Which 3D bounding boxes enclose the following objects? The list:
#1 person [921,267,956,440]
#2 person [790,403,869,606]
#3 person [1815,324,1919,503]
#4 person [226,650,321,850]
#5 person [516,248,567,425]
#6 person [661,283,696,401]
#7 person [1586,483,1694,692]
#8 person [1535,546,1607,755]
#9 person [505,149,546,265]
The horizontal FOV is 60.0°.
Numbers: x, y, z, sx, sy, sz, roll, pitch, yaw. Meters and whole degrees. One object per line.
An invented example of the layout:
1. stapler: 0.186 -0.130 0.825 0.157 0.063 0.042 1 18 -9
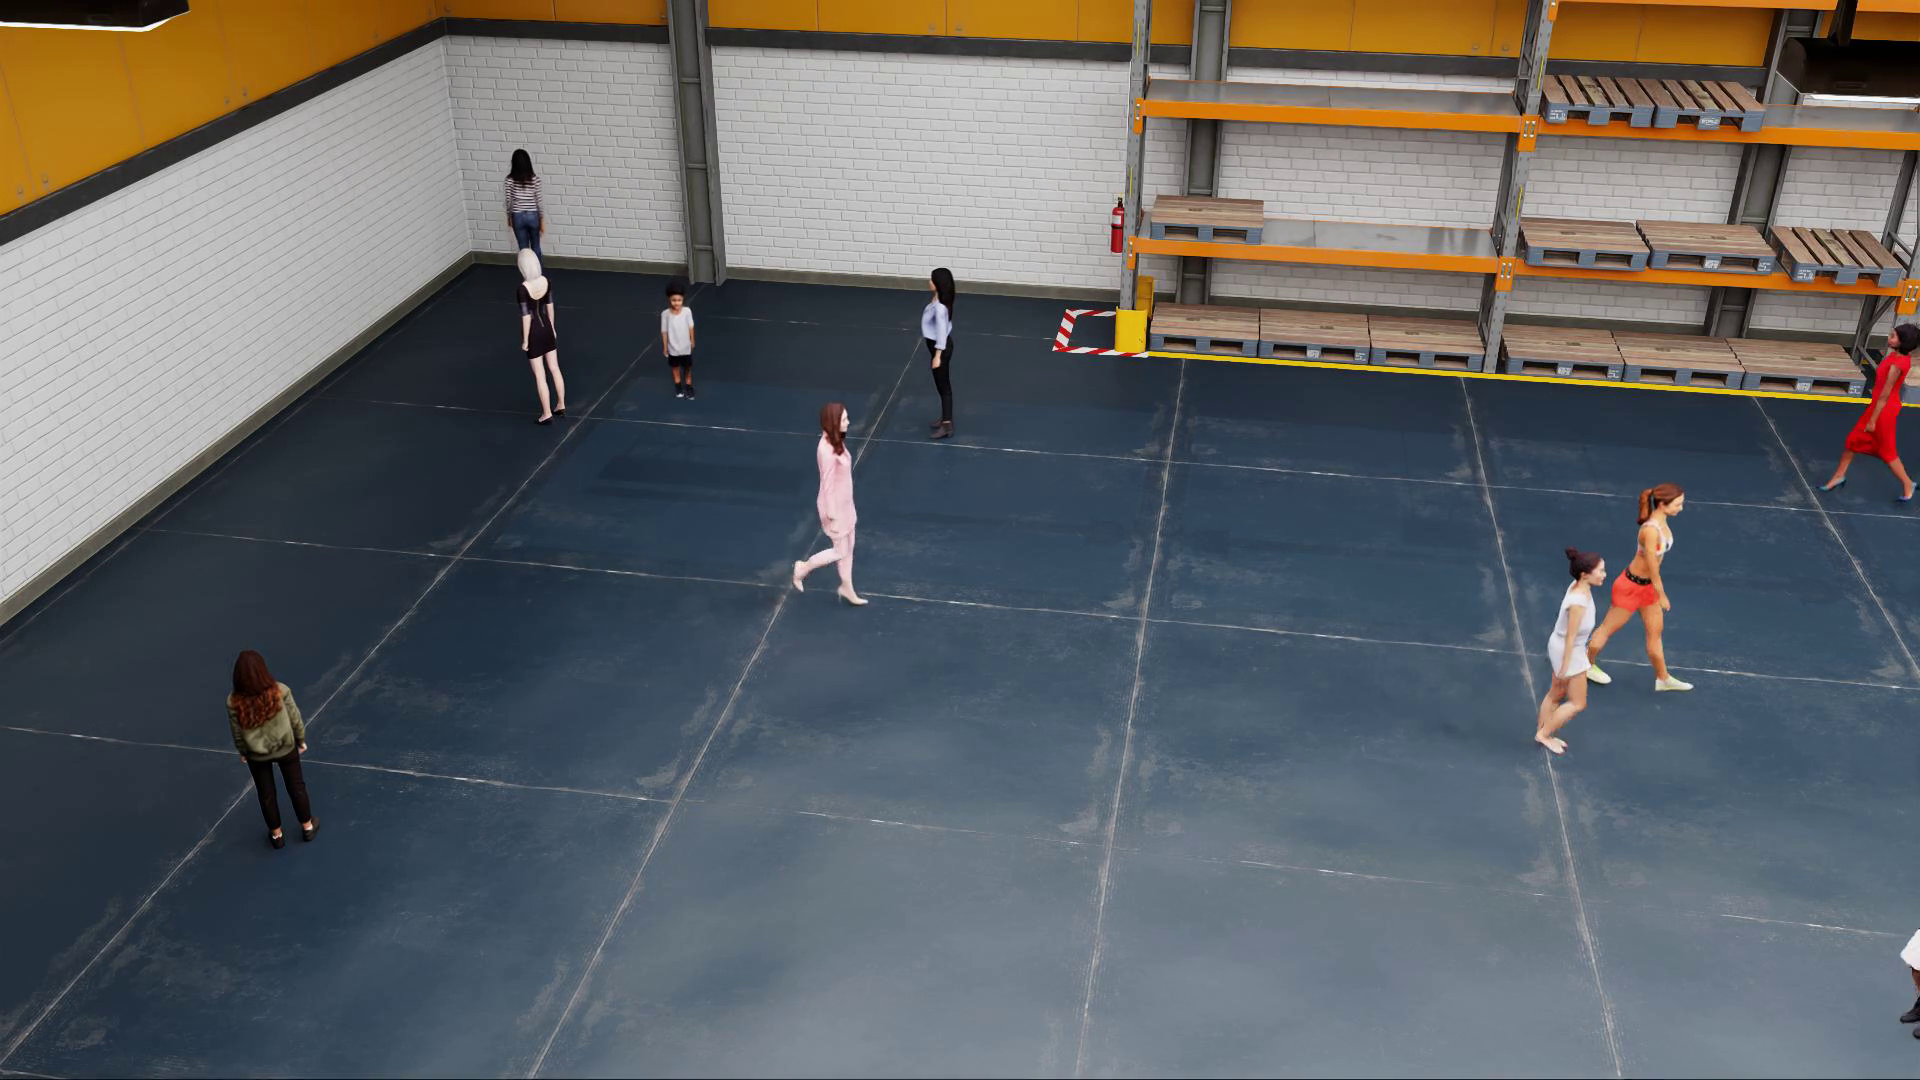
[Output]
1. person: -0.183 -1.847 16.381 0.598 1.744 0.678 1 29 1
2. person: -1.077 -0.257 13.421 0.861 1.788 0.612 5 29 8
3. person: 8.435 -1.096 15.042 1.138 1.707 0.781 13 31 22
4. person: -4.473 1.350 10.800 0.612 1.476 0.715 -11 30 -19
5. person: -4.209 -2.037 16.638 0.632 1.831 0.656 17 33 28
6. person: -2.953 -2.107 17.378 0.576 1.246 0.640 -4 29 -8
7. person: 4.924 0.343 12.354 1.130 1.756 0.878 17 33 29
8. person: 4.211 0.772 11.726 0.572 1.604 0.579 9 30 16
9. person: -5.163 -3.702 19.792 1.150 1.734 0.984 -6 29 -12
